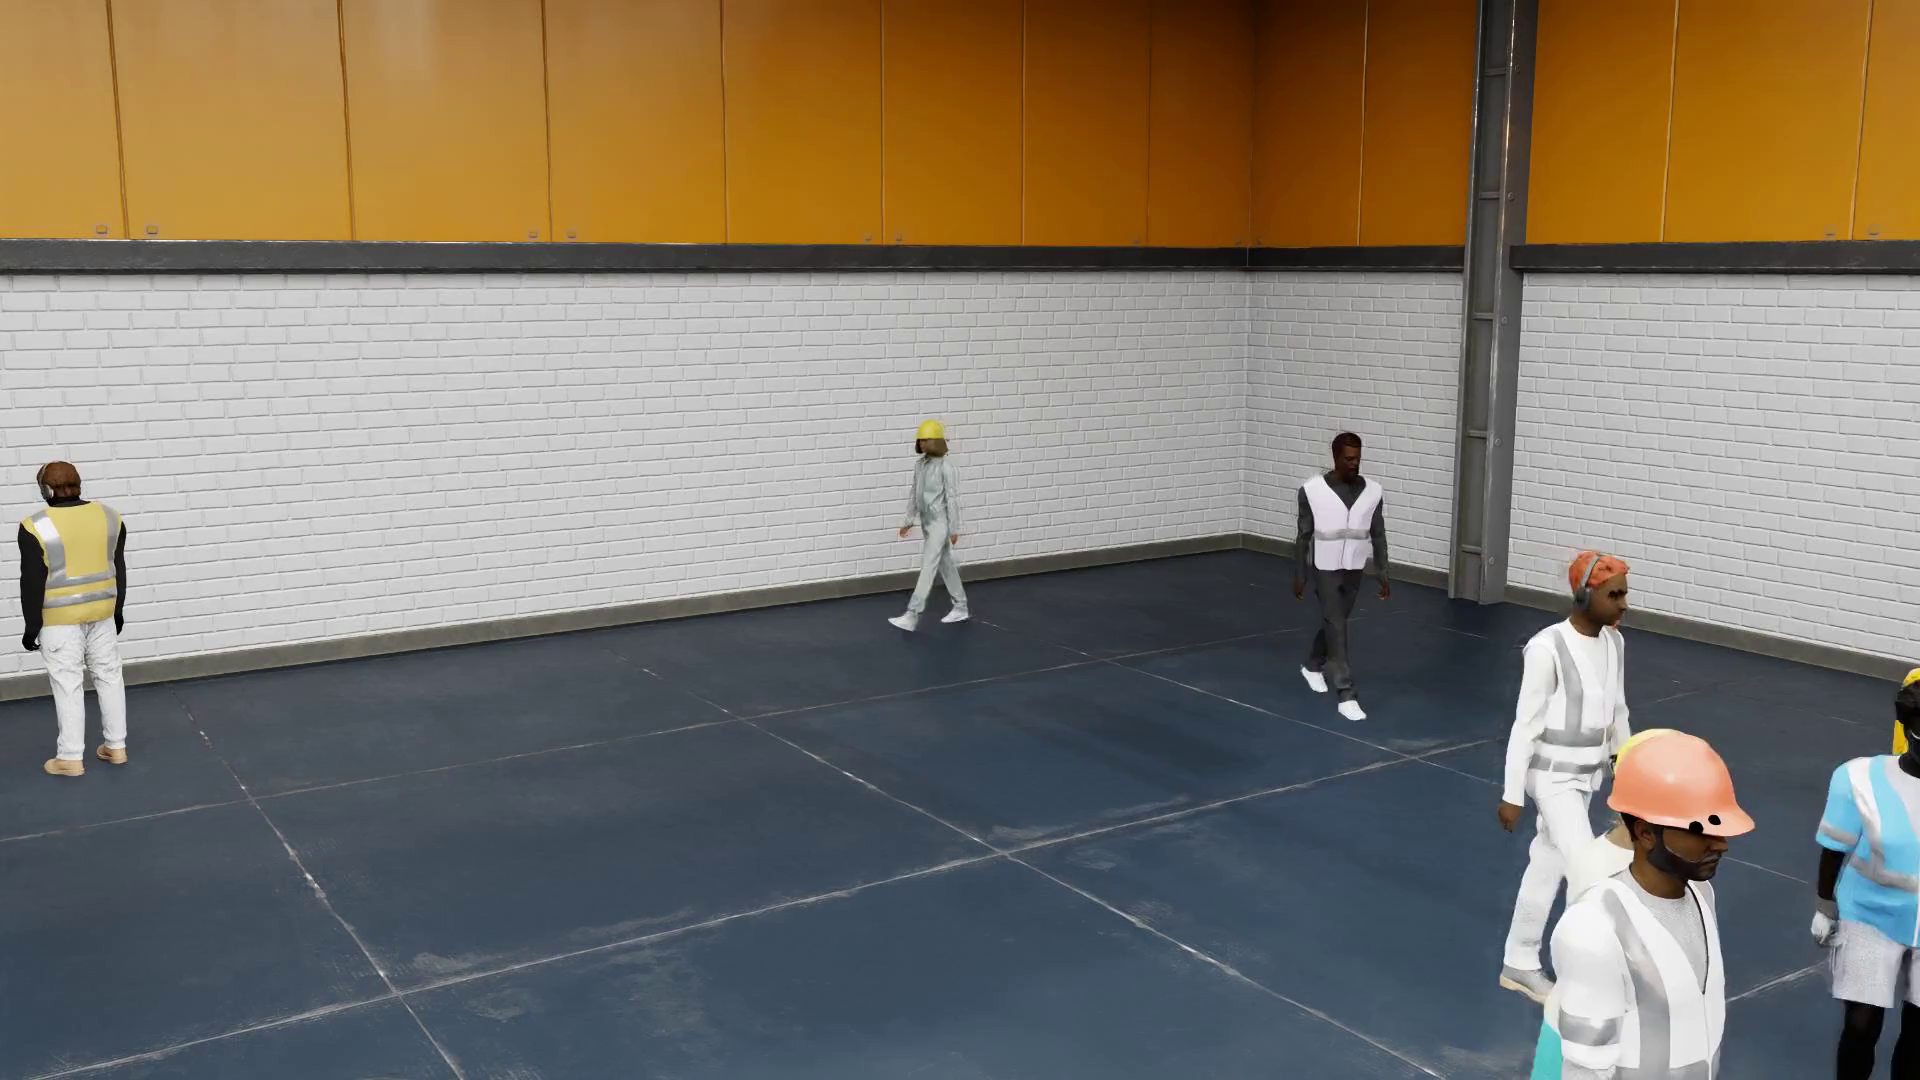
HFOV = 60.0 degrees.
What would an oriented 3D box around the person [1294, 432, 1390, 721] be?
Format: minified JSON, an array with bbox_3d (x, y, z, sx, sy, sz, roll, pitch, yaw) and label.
[{"bbox_3d":[2.548,0.192,11.200,0.607,1.872,1.028,-2,10,-13],"label":"person"}]

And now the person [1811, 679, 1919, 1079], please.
[{"bbox_3d":[3.044,1.257,5.340,0.546,1.659,0.438,3,10,19],"label":"person"}]

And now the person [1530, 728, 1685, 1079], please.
[{"bbox_3d":[1.841,1.359,4.608,0.524,1.714,0.954,-8,12,-40],"label":"person"}]

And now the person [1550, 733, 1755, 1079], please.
[{"bbox_3d":[1.565,1.380,3.799,0.542,1.939,0.361,-8,12,-41],"label":"person"}]

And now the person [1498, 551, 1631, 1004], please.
[{"bbox_3d":[2.481,0.977,6.470,0.596,1.853,0.821,-8,12,-40],"label":"person"}]

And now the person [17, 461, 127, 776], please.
[{"bbox_3d":[-5.173,0.452,9.706,0.429,1.838,0.621,6,11,31],"label":"person"}]

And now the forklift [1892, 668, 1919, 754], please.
[{"bbox_3d":[5.511,0.571,7.906,2.313,2.155,1.214,-6,11,-33],"label":"forklift"}]

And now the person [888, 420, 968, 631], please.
[{"bbox_3d":[-0.257,-0.120,13.533,0.902,1.699,0.485,-6,11,-32],"label":"person"}]
